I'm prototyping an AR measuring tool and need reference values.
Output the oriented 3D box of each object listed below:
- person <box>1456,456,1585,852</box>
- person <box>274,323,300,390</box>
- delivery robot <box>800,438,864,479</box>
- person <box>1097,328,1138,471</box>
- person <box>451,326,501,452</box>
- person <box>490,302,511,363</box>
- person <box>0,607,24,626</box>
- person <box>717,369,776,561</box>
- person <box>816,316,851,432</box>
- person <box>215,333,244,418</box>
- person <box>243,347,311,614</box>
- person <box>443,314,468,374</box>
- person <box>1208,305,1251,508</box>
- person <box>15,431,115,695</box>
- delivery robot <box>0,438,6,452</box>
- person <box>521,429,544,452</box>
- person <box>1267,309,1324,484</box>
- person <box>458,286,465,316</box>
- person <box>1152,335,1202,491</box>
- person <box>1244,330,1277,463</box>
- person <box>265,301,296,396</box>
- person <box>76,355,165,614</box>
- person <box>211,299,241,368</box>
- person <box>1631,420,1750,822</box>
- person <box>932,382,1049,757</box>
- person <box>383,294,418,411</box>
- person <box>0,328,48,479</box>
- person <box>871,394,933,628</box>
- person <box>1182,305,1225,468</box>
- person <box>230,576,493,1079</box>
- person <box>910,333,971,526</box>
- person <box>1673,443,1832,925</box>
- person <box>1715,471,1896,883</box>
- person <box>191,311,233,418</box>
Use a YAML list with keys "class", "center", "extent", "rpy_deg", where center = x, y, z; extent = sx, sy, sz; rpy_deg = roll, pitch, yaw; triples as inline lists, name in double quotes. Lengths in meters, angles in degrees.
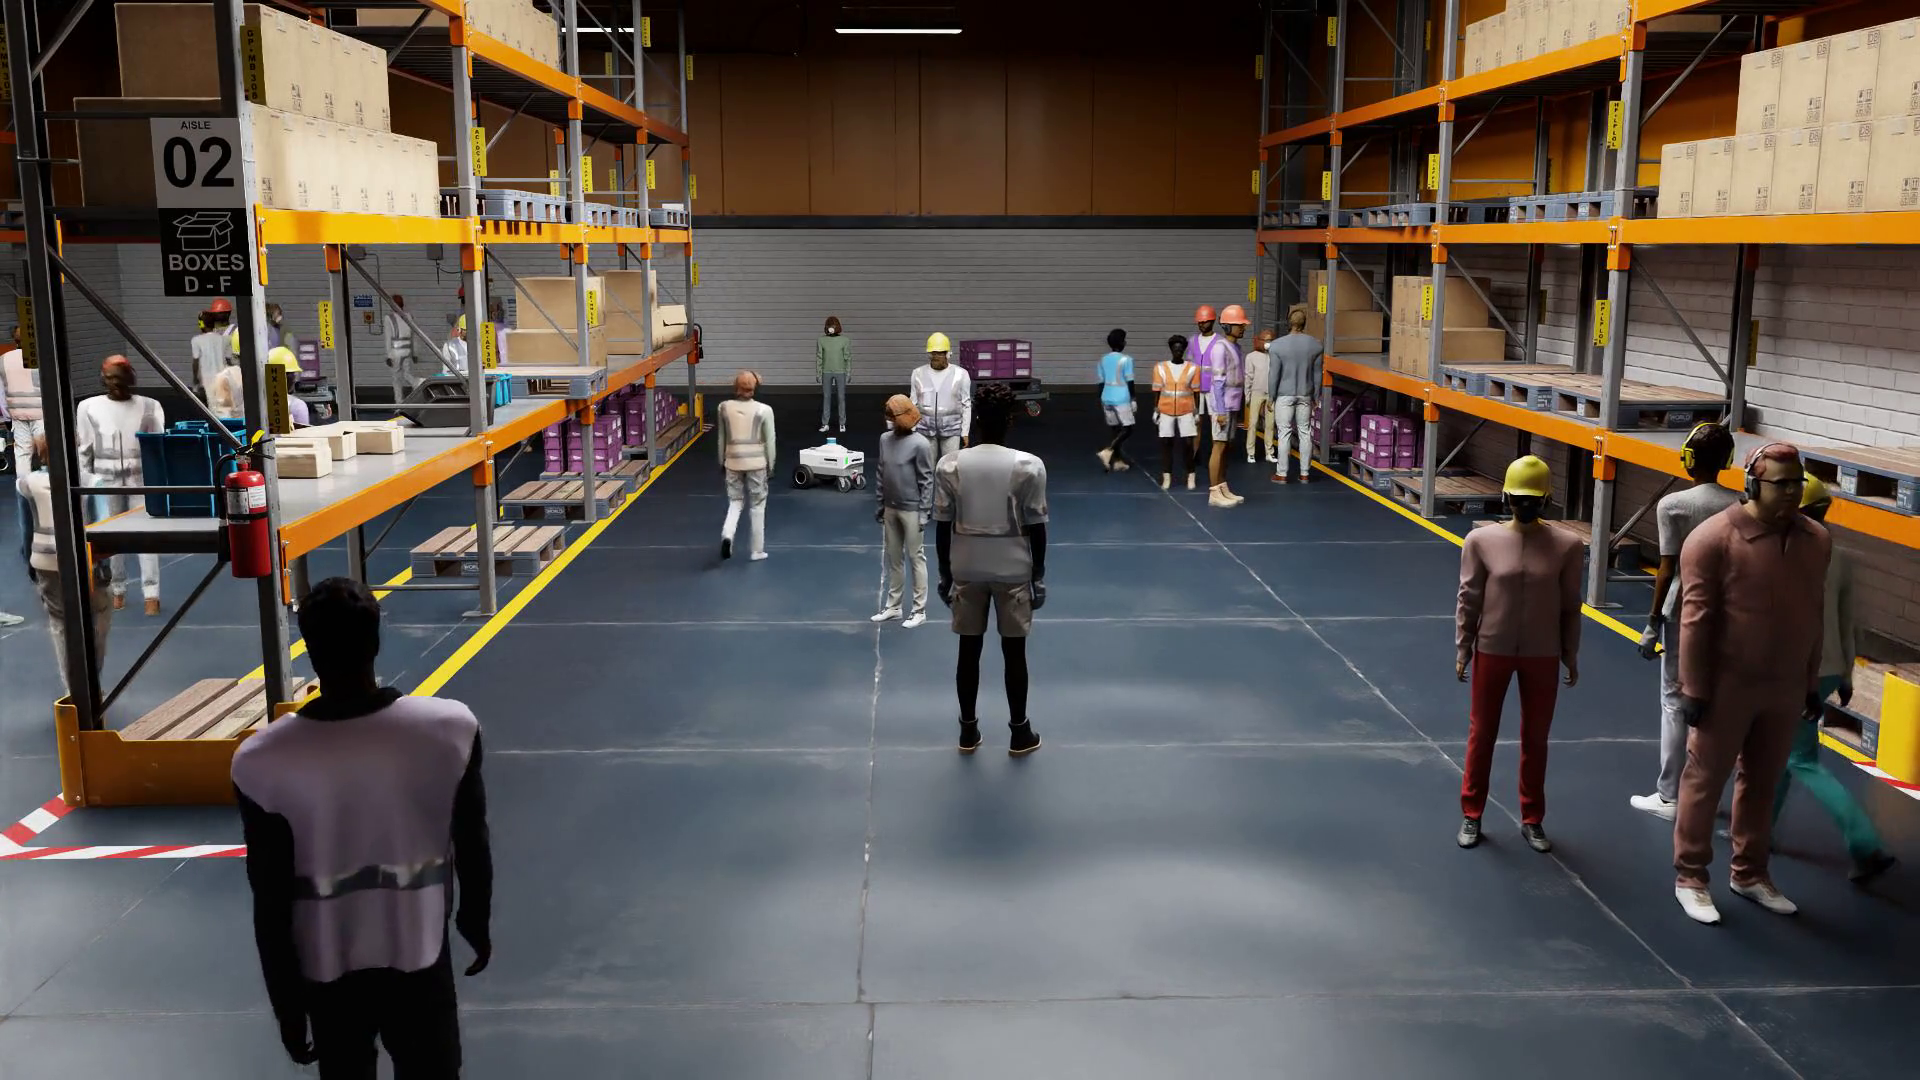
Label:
- class: "person"
  center: [2.451, 0.504, 7.311]
  extent: [0.535, 1.766, 0.318]
  rpy_deg: [2, 10, 11]
- class: "person"
  center: [-9.000, -2.150, 21.970]
  extent: [0.638, 1.810, 0.801]
  rpy_deg: [1, 10, 7]
- class: "delivery robot"
  center: [-1.392, -0.866, 18.047]
  extent: [0.707, 0.478, 0.477]
  rpy_deg: [7, 12, 34]
- class: "person"
  center: [1.801, -1.608, 19.280]
  extent: [0.599, 1.680, 0.564]
  rpy_deg: [-7, 13, -36]
- class: "person"
  center: [-6.109, -2.067, 21.032]
  extent: [0.668, 1.980, 0.379]
  rpy_deg: [-7, 12, -34]
- class: "person"
  center: [-6.370, -2.289, 22.545]
  extent: [0.673, 1.884, 0.680]
  rpy_deg: [-2, 10, -10]
- class: "person"
  center: [-6.879, -0.222, 11.476]
  extent: [0.504, 1.704, 0.716]
  rpy_deg: [8, 13, 37]
- class: "person"
  center: [-1.793, -0.605, 13.875]
  extent: [0.529, 1.622, 0.464]
  rpy_deg: [3, 10, 14]
- class: "person"
  center: [-1.788, -2.341, 23.521]
  extent: [0.508, 1.632, 0.265]
  rpy_deg: [1, 10, 5]
- class: "person"
  center: [-6.346, -0.925, 14.926]
  extent: [0.513, 1.882, 0.592]
  rpy_deg: [8, 13, 37]
- class: "person"
  center: [-4.885, -0.426, 12.032]
  extent: [0.589, 1.928, 0.384]
  rpy_deg: [5, 11, 25]
- class: "person"
  center: [-5.942, -1.827, 20.123]
  extent: [0.586, 1.827, 0.403]
  rpy_deg: [-6, 12, -29]
- class: "person"
  center: [2.743, -1.361, 16.921]
  extent: [0.389, 2.045, 0.606]
  rpy_deg: [5, 11, 27]
- class: "person"
  center: [-5.189, 0.147, 9.675]
  extent: [0.535, 1.626, 0.335]
  rpy_deg: [-1, 10, -6]
- class: "delivery robot"
  center: [-11.356, -1.044, 19.040]
  extent: [0.477, 0.478, 0.707]
  rpy_deg: [8, 13, 39]
- class: "person"
  center: [-5.432, -2.042, 21.320]
  extent: [0.622, 1.835, 0.430]
  rpy_deg: [-7, 12, -32]
- class: "person"
  center: [3.706, -1.583, 18.446]
  extent: [0.636, 1.939, 0.364]
  rpy_deg: [-1, 10, -8]
- class: "person"
  center: [-8.315, -3.330, 28.209]
  extent: [0.374, 1.928, 0.542]
  rpy_deg: [4, 11, 20]
- class: "person"
  center: [2.339, -1.371, 17.983]
  extent: [0.539, 1.693, 0.338]
  rpy_deg: [2, 10, 11]
- class: "person"
  center: [3.685, -1.743, 20.218]
  extent: [0.492, 1.626, 0.283]
  rpy_deg: [-2, 10, -11]
- class: "person"
  center: [-8.780, -2.107, 21.425]
  extent: [0.604, 1.913, 0.628]
  rpy_deg: [-3, 11, -16]
- class: "person"
  center: [-6.048, -0.400, 12.045]
  extent: [0.585, 1.885, 0.386]
  rpy_deg: [-4, 11, -23]
- class: "person"
  center: [-9.668, -2.207, 21.927]
  extent: [0.552, 1.937, 0.356]
  rpy_deg: [4, 11, 22]
- class: "person"
  center: [3.404, 0.377, 7.723]
  extent: [0.531, 1.870, 0.317]
  rpy_deg: [-2, 10, -12]
- class: "person"
  center: [0.165, 0.158, 8.673]
  extent: [0.607, 1.966, 0.373]
  rpy_deg: [3, 11, 15]
- class: "person"
  center: [-8.778, -2.940, 26.231]
  extent: [0.621, 1.868, 0.579]
  rpy_deg: [7, 12, 32]
- class: "person"
  center: [-9.385, -1.249, 16.866]
  extent: [0.635, 1.840, 0.429]
  rpy_deg: [0, 10, 2]
- class: "person"
  center: [-0.402, -0.205, 11.624]
  extent: [0.498, 1.633, 0.285]
  rpy_deg: [10, 14, 44]
- class: "person"
  center: [2.912, -1.810, 19.716]
  extent: [0.548, 1.937, 0.379]
  rpy_deg: [7, 12, 34]
- class: "person"
  center: [-1.429, 1.030, 4.073]
  extent: [0.585, 1.882, 0.935]
  rpy_deg: [-4, 11, -19]
- class: "person"
  center: [-0.198, -1.039, 15.715]
  extent: [0.601, 1.830, 0.404]
  rpy_deg: [1, 10, 8]
- class: "person"
  center: [3.150, 0.564, 6.577]
  extent: [0.642, 1.909, 0.399]
  rpy_deg: [-2, 10, -13]
- class: "person"
  center: [3.623, 0.577, 7.011]
  extent: [0.527, 1.726, 0.803]
  rpy_deg: [-6, 12, -29]
- class: "person"
  center: [-9.368, -1.982, 21.017]
  extent: [0.873, 1.824, 0.482]
  rpy_deg: [6, 12, 30]
